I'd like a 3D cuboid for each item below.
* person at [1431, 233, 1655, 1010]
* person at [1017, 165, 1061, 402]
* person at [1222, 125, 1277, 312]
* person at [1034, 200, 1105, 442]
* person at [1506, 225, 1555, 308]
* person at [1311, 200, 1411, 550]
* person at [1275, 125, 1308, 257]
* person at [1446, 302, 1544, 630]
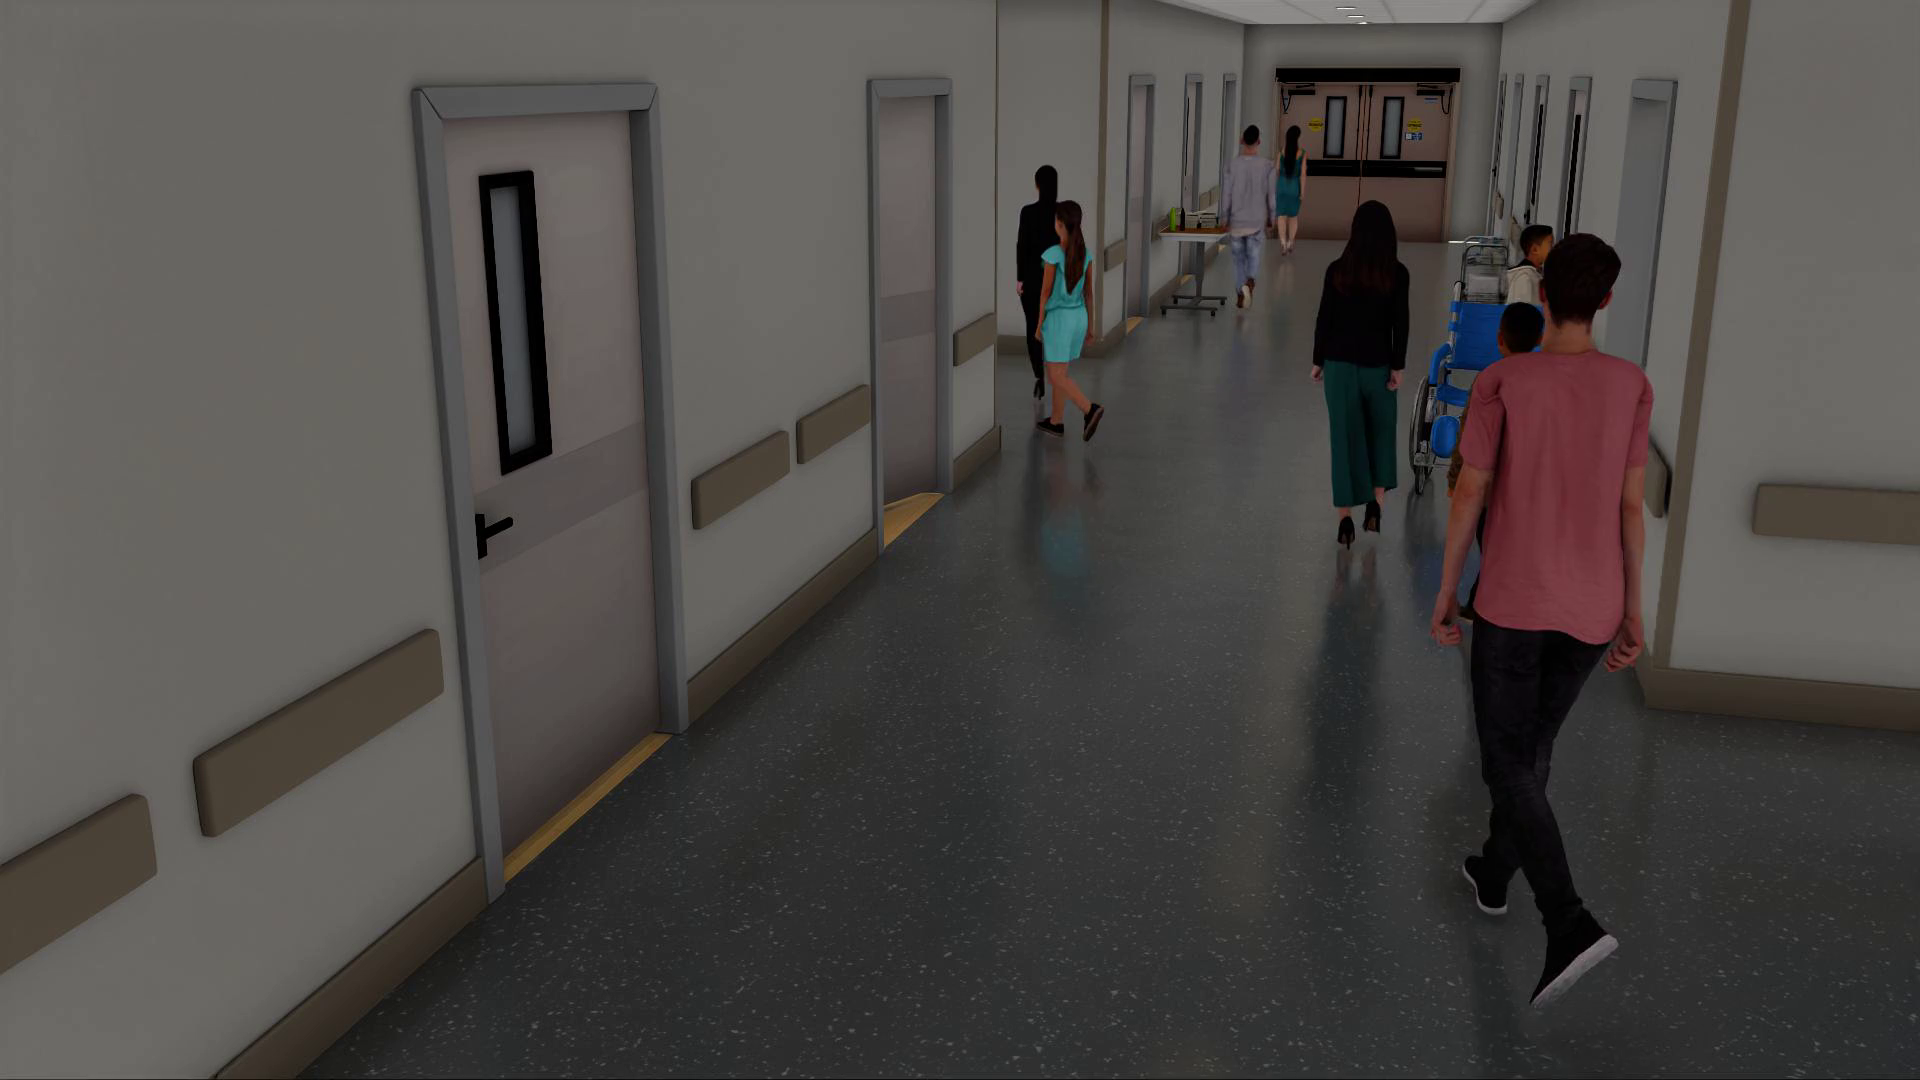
[{"bbox_3d":[1.547,0.219,4.311,0.917,1.922,1.283,-1,16,-5],"label":"person"},{"bbox_3d":[0.628,-1.818,11.948,0.801,1.698,0.964,-3,16,-10],"label":"person"},{"bbox_3d":[2.846,-3.158,16.480,0.770,1.819,1.092,2,16,8],"label":"person"},{"bbox_3d":[0.712,-1.375,10.673,0.964,1.538,0.961,-11,19,-34],"label":"person"},{"bbox_3d":[3.462,-1.203,10.224,0.708,1.451,0.570,10,19,31],"label":"person"},{"bbox_3d":[1.983,-0.788,8.248,0.629,1.724,0.700,3,16,12],"label":"person"},{"bbox_3d":[4.189,-4.411,21.246,0.627,1.644,1.057,2,16,8],"label":"person"},{"bbox_3d":[2.231,-0.206,6.729,0.854,1.429,1.065,-3,16,-11],"label":"person"}]
